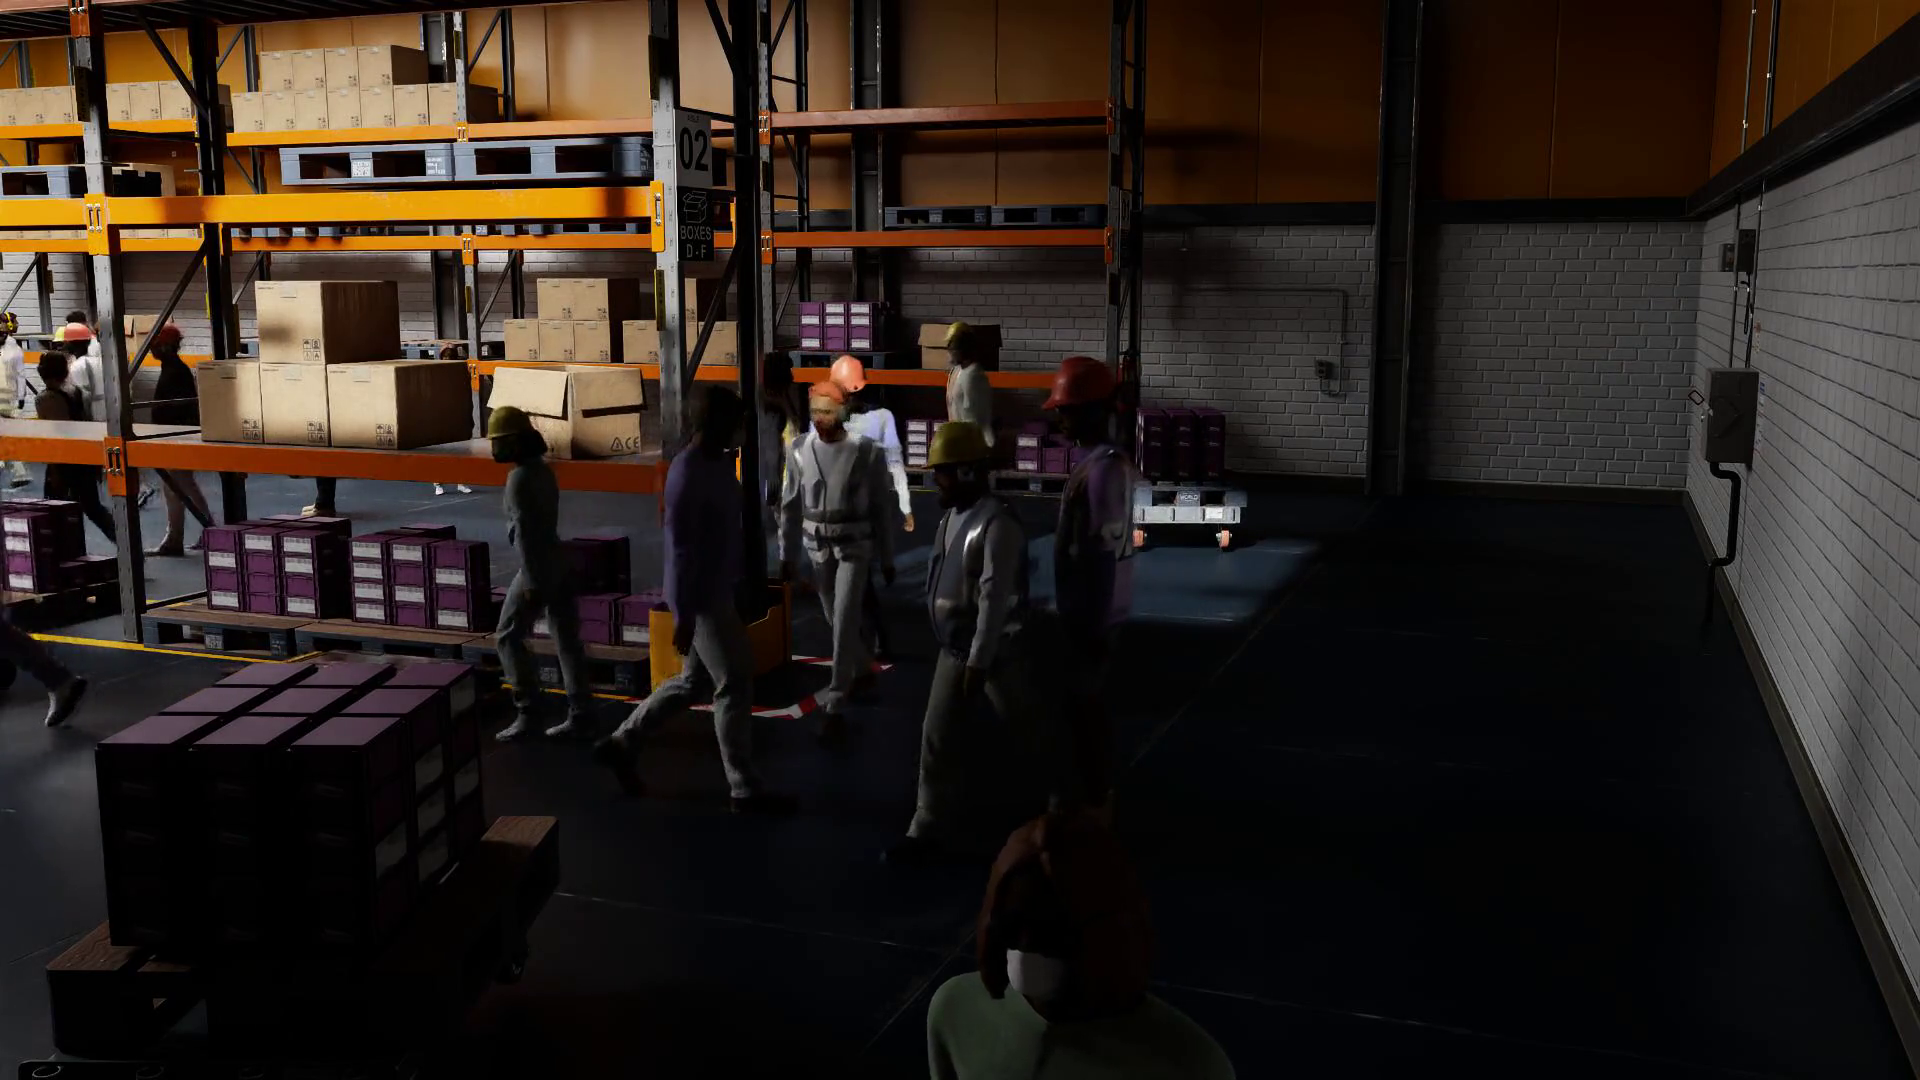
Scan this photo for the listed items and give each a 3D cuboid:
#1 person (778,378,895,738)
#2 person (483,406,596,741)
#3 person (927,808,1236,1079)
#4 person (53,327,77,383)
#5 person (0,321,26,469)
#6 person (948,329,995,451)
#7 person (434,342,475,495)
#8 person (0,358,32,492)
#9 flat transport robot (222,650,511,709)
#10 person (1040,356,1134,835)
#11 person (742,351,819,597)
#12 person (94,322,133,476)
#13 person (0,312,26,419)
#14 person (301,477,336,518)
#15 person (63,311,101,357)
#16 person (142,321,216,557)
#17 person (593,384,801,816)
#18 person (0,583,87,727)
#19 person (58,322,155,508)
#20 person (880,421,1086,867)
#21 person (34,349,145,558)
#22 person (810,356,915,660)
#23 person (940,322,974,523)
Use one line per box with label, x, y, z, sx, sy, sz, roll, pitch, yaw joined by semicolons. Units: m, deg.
person;-0.627;0.050;8.825;0.618;1.844;0.920;4;10;22
person;-2.135;0.175;8.406;0.599;1.697;0.511;2;9;11
person;0.154;1.171;2.401;0.501;1.627;0.289;6;11;32
person;-10.169;-1.548;19.037;0.524;1.769;0.309;4;10;21
person;-11.778;-1.775;20.330;0.672;1.810;0.484;-6;11;-31
person;0.170;-0.746;13.532;0.557;1.924;0.653;0;9;-1
person;-5.491;-1.305;17.912;0.514;1.640;0.310;-6;11;-32
person;-10.607;-1.403;18.137;0.940;1.762;0.576;-1;9;-3
flat transport robot;-3.246;0.787;9.056;1.431;0.197;0.652;3;10;20
person;0.509;0.267;6.823;0.390;2.034;0.609;0;9;1
person;-1.418;-0.471;12.124;0.762;1.819;0.631;-2;9;-15
person;-9.960;-1.665;19.555;0.429;1.838;0.621;-6;11;-35
person;-12.508;-2.067;21.972;0.513;1.872;0.328;6;11;33
person;-6.302;-1.222;16.134;0.536;2.000;0.676;-3;9;-16
person;-10.842;-1.902;20.819;0.684;1.903;0.917;-2;9;-12
person;-6.609;-0.855;14.036;0.501;1.997;0.625;-3;10;-19
person;-1.185;0.263;7.290;0.905;1.906;0.625;1;9;3
person;-5.029;0.098;8.441;0.898;1.864;0.630;-1;9;-8
person;-8.557;-1.207;16.498;0.912;1.909;0.554;-1;9;-7
person;0.131;0.405;6.737;0.925;1.787;0.583;-5;10;-28
person;-6.836;-0.585;12.918;0.942;1.804;0.517;3;10;19
person;-0.645;-0.232;10.473;0.631;1.875;0.965;-4;10;-22
person;0.022;-1.053;15.420;0.369;1.928;0.586;-2;9;-15
